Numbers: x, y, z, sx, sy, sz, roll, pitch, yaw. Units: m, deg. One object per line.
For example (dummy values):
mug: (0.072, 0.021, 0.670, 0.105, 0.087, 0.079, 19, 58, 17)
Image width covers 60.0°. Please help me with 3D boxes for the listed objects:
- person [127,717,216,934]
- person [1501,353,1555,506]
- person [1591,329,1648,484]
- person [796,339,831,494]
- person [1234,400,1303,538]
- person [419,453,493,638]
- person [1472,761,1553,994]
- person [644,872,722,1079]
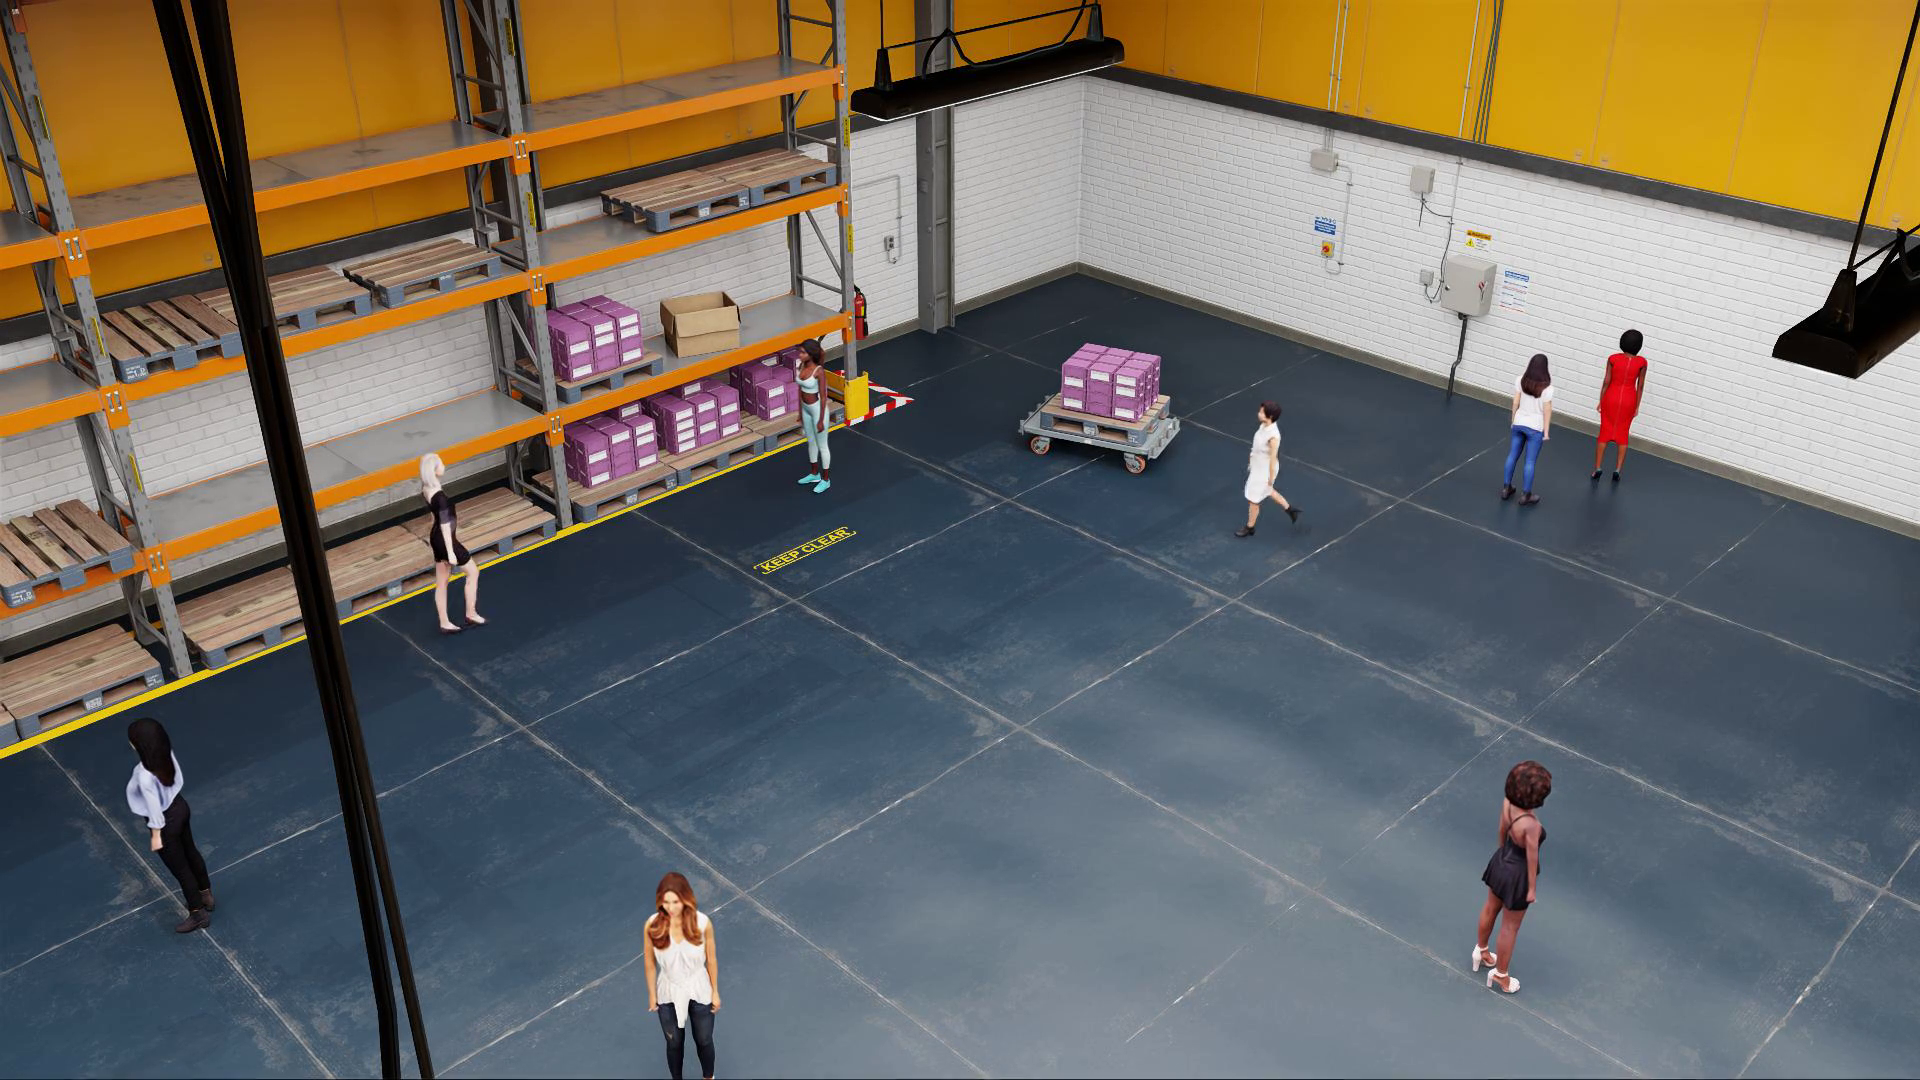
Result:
person: (-5.528, 1.980, 11.643, 0.765, 1.744, 0.729, -3, 29, -5)
person: (5.969, -1.162, 17.467, 0.541, 1.684, 0.614, -22, 35, -34)
person: (7.098, -1.446, 17.925, 0.654, 1.743, 0.657, 8, 30, 15)
person: (-1.552, -1.345, 17.760, 0.529, 1.724, 0.567, -24, 36, -36)
person: (3.150, -0.711, 16.796, 0.970, 1.534, 0.912, 0, 29, -1)
person: (-4.735, 0.085, 15.042, 0.704, 1.816, 0.630, -23, 36, -36)
person: (3.685, 2.245, 11.111, 0.675, 1.790, 0.642, -7, 29, -12)
person: (-1.684, 2.760, 10.171, 0.652, 1.785, 0.730, -3, 29, -5)
